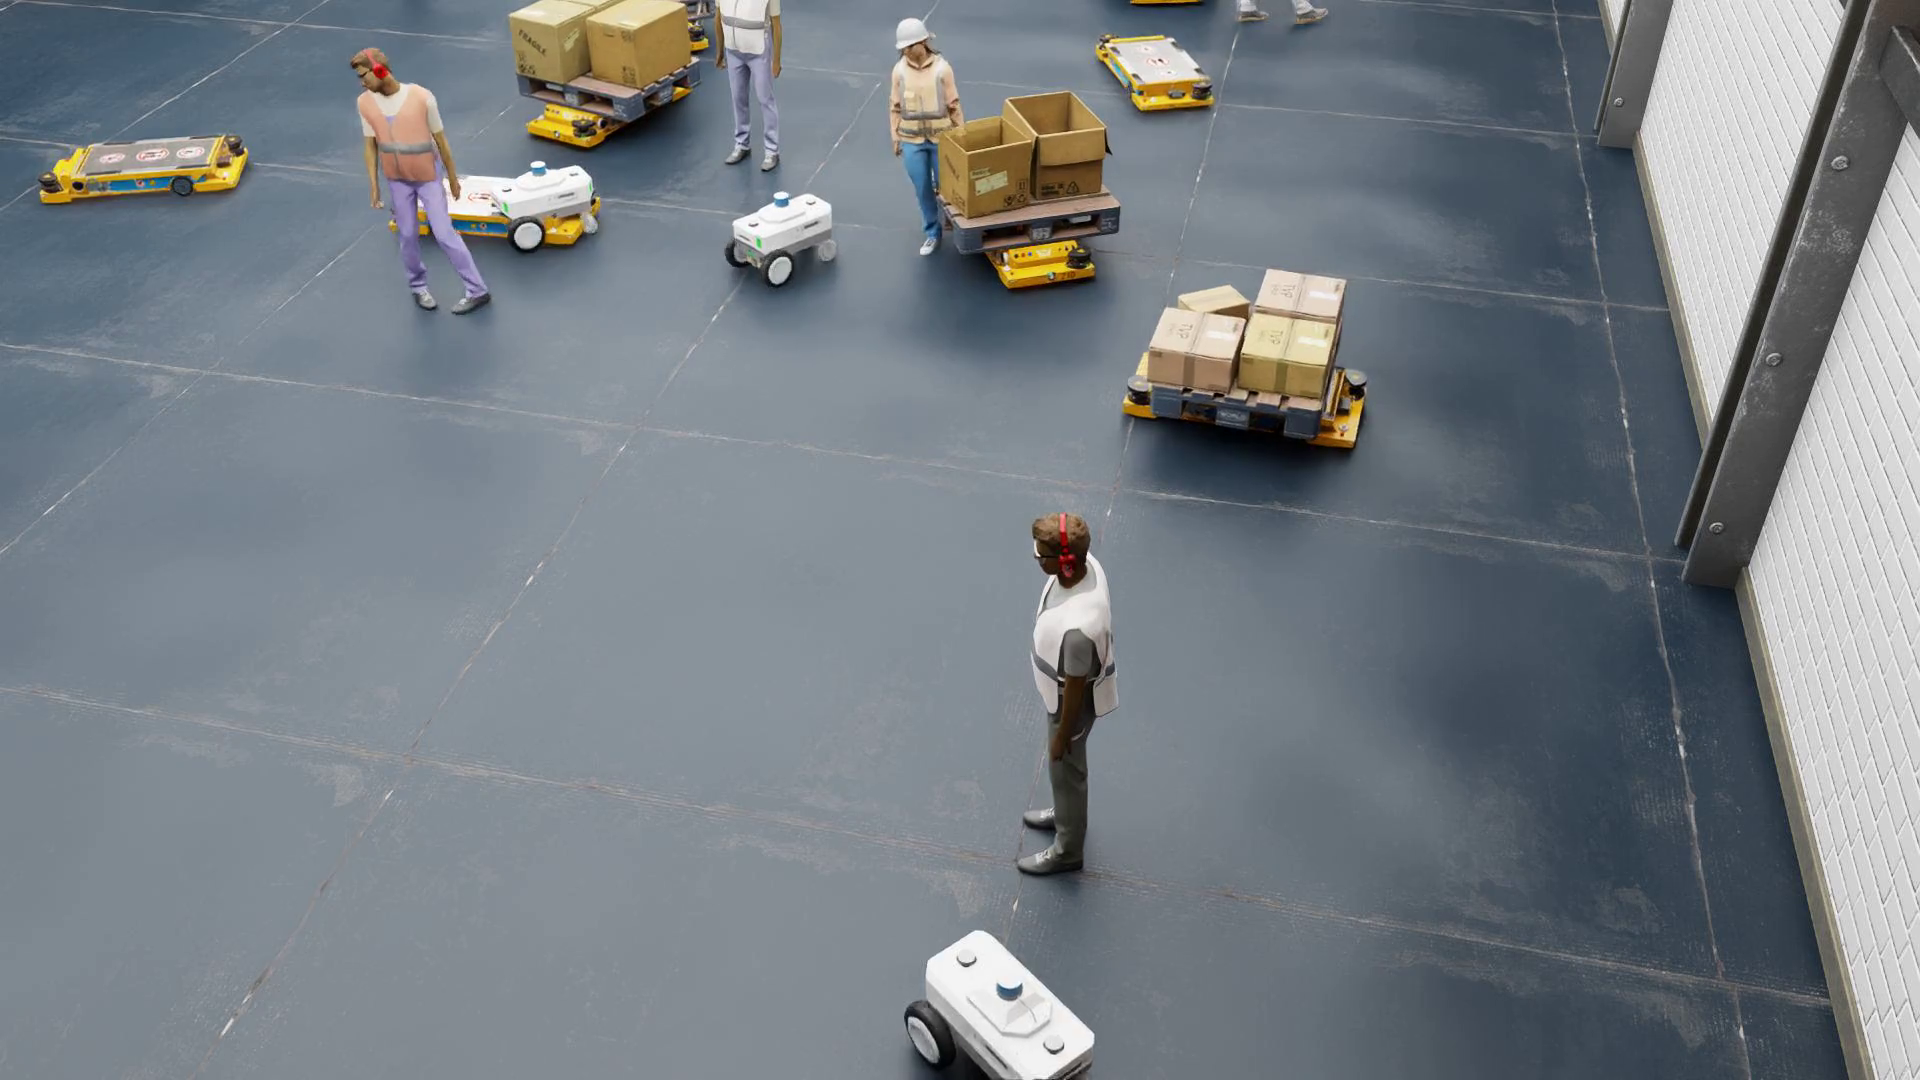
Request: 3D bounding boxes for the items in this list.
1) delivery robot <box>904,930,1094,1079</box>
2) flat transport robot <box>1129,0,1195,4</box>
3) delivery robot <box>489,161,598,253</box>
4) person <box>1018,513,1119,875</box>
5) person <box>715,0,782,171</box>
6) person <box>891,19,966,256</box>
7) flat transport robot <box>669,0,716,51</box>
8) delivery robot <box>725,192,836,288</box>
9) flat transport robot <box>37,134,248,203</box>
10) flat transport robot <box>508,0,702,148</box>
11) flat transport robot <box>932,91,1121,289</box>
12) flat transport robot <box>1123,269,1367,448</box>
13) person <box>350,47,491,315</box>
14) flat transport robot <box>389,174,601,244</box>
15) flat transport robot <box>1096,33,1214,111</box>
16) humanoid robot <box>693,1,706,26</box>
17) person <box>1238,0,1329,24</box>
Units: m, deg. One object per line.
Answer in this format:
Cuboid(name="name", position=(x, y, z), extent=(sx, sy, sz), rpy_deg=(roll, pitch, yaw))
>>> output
Cuboid(name="delivery robot", position=(0.186, 1.876, 6.446), extent=(0.499, 0.566, 0.739), rpy_deg=(-26, 44, -30))
Cuboid(name="flat transport robot", position=(1.978, -5.799, 16.979), extent=(0.659, 0.231, 1.431), rpy_deg=(-1, 37, -2))
Cuboid(name="delivery robot", position=(-3.106, -2.509, 12.326), extent=(0.752, 0.581, 0.504), rpy_deg=(-21, 41, -25))
Cuboid(name="person", position=(0.465, 0.655, 7.039), extent=(0.406, 1.834, 0.562), rpy_deg=(1, 37, 1))
Cuboid(name="person", position=(-1.648, -3.824, 13.019), extent=(0.566, 1.843, 0.380), rpy_deg=(14, 39, 18))
Cuboid(name="person", position=(-0.223, -2.898, 11.909), extent=(0.534, 1.690, 0.506), rpy_deg=(3, 37, 3))
Cuboid(name="flat transport robot", position=(-2.955, -4.923, 15.806), extent=(0.659, 0.231, 1.431), rpy_deg=(-18, 40, -22))
Cuboid(name="delivery robot", position=(-1.275, -2.193, 11.906), extent=(0.765, 0.585, 0.499), rpy_deg=(-29, 46, -33))
Cuboid(name="flat transport robot", position=(-6.439, -2.932, 13.142), extent=(1.431, 0.231, 0.659), rpy_deg=(-7, 37, -9))
Cuboid(name="flat transport robot", position=(-2.983, -3.745, 14.230), extent=(0.659, 0.231, 1.431), rpy_deg=(19, 41, 23))
Cuboid(name="flat transport robot", position=(0.445, -2.293, 12.288), extent=(0.659, 0.231, 1.431), rpy_deg=(-10, 38, -14))
Cuboid(name="flat transport robot", position=(1.796, -0.921, 10.451), extent=(1.431, 0.231, 0.659), rpy_deg=(10, 38, 13))
Cuboid(name="person", position=(-3.632, -2.405, 11.168), extent=(0.685, 1.792, 0.476), rpy_deg=(4, 37, 6))
Cuboid(name="flat transport robot", position=(-3.509, -2.497, 12.560), extent=(1.431, 0.231, 0.659), rpy_deg=(5, 37, 7))
Cuboid(name="flat transport robot", position=(1.723, -4.191, 14.826), extent=(0.659, 0.231, 1.431), rpy_deg=(-7, 37, -10))
Cuboid(name="humanoid robot", position=(-2.523, -5.471, 15.202), extent=(0.533, 1.677, 0.735), rpy_deg=(17, 40, 21))
Cuboid(name="person", position=(3.126, -5.787, 15.639), extent=(0.918, 1.847, 0.609), rpy_deg=(-2, 37, -3))
